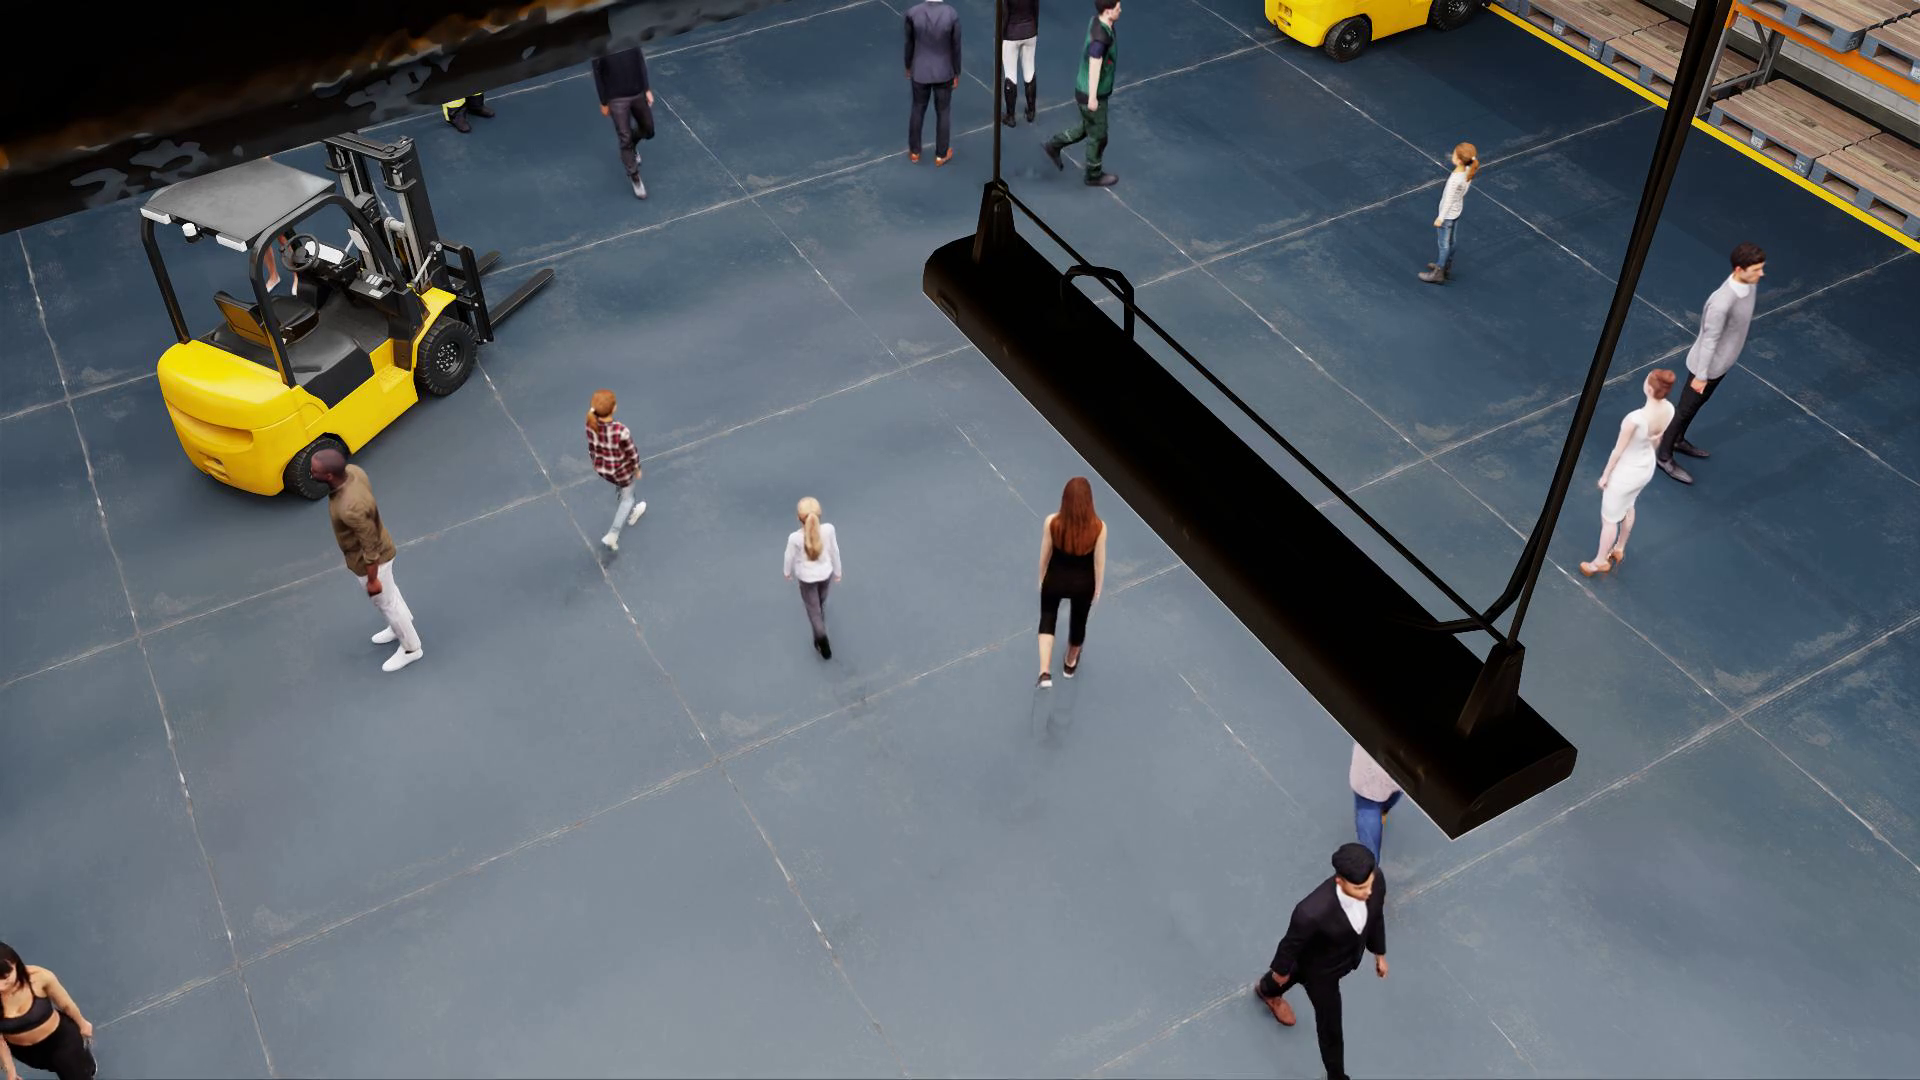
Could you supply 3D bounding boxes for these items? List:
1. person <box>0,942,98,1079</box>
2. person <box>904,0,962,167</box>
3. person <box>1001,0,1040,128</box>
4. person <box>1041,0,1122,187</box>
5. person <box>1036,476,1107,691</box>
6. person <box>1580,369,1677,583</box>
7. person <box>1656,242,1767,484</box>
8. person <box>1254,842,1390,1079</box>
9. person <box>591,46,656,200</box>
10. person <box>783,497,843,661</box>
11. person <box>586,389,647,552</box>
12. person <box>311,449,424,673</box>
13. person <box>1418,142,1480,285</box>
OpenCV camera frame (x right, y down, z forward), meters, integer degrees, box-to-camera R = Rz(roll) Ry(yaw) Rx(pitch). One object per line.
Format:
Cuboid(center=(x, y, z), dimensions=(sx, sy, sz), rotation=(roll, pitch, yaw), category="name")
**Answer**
Cuboid(center=(-4.619, 2.463, 8.381), dimensions=(0.656, 1.612, 1.108), rotation=(-15, 46, -15), category="person")
Cuboid(center=(-0.260, -4.303, 15.342), dimensions=(0.794, 1.806, 0.834), rotation=(7, 44, 7), category="person")
Cuboid(center=(0.557, -4.793, 15.911), dimensions=(0.596, 1.731, 0.561), rotation=(-17, 46, -17), category="person")
Cuboid(center=(1.116, -4.067, 15.042), dimensions=(1.072, 1.878, 1.057), rotation=(5, 44, 5), category="person")
Cuboid(center=(0.678, 0.330, 10.545), dimensions=(0.868, 1.716, 0.946), rotation=(8, 44, 9), category="person")
Cuboid(center=(4.558, -0.425, 11.281), dimensions=(0.576, 1.793, 0.521), rotation=(-20, 47, -20), category="person")
Cuboid(center=(5.480, -1.331, 12.138), dimensions=(0.768, 1.923, 0.815), rotation=(30, 51, 28), category="person")
Cuboid(center=(1.850, 2.085, 8.616), dimensions=(0.809, 1.835, 1.226), rotation=(-28, 50, -26), category="person")
Cuboid(center=(-3.054, -4.049, 15.038), dimensions=(0.646, 1.858, 0.906), rotation=(-22, 48, -22), category="person")
Cuboid(center=(-0.938, 0.275, 10.939), dimensions=(0.583, 1.251, 0.881), rotation=(-15, 46, -16), category="person")
Cuboid(center=(-2.453, -0.488, 11.712), dimensions=(0.861, 1.290, 0.871), rotation=(17, 46, 17), category="person")
Cuboid(center=(-3.810, 0.095, 10.712), dimensions=(0.797, 1.824, 0.519), rotation=(-18, 47, -18), category="person")
Cuboid(center=(4.164, -2.768, 14.086), dimensions=(0.585, 1.316, 0.542), rotation=(28, 50, 26), category="person")
